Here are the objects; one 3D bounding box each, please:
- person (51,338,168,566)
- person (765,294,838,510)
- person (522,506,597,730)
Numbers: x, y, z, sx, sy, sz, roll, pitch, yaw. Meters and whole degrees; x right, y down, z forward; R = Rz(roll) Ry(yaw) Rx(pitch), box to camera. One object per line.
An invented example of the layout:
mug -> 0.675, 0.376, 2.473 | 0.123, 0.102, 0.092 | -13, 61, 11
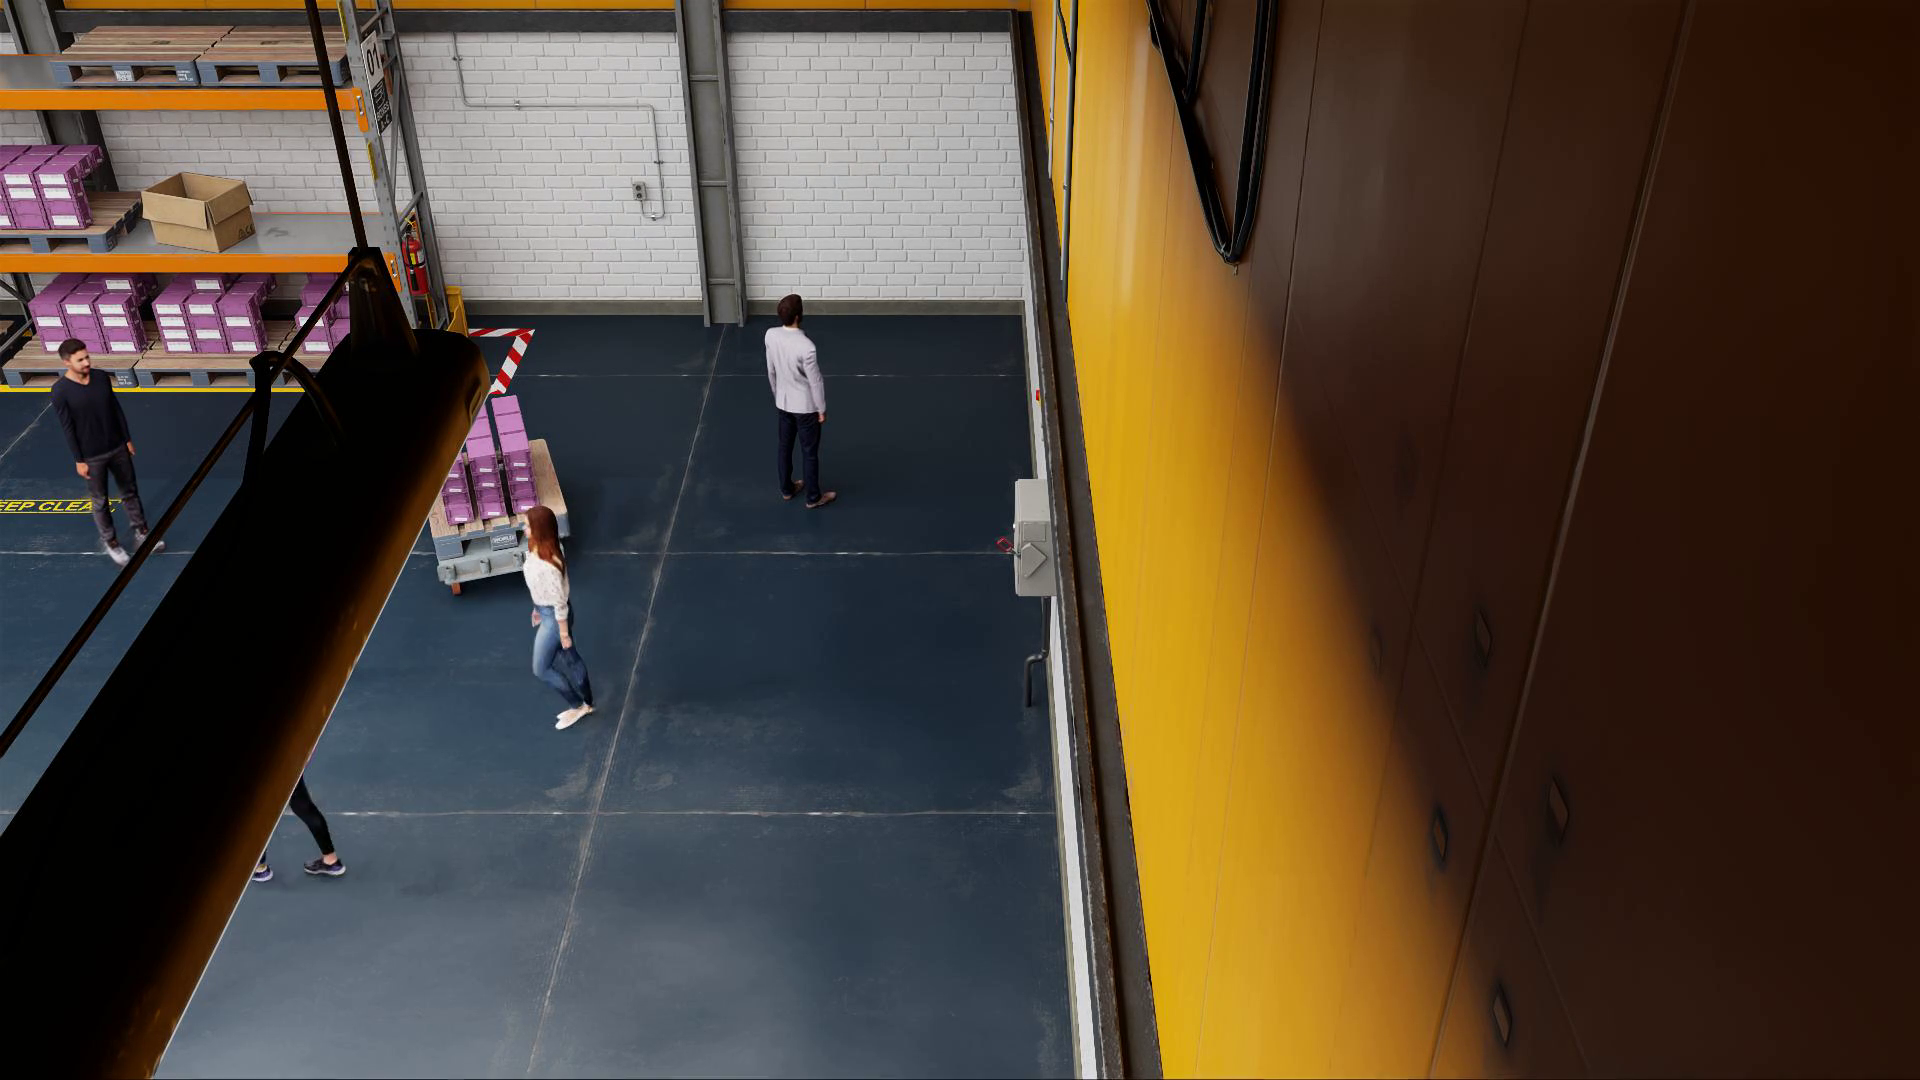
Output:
person -> -6.588, -0.697, 12.745 | 0.746, 1.867, 0.720 | 21, 39, 28
person -> -1.315, -1.119, 13.393 | 0.724, 1.853, 0.828 | 21, 39, 28
person -> -2.613, 0.497, 11.086 | 0.677, 1.716, 0.651 | -9, 35, -14
